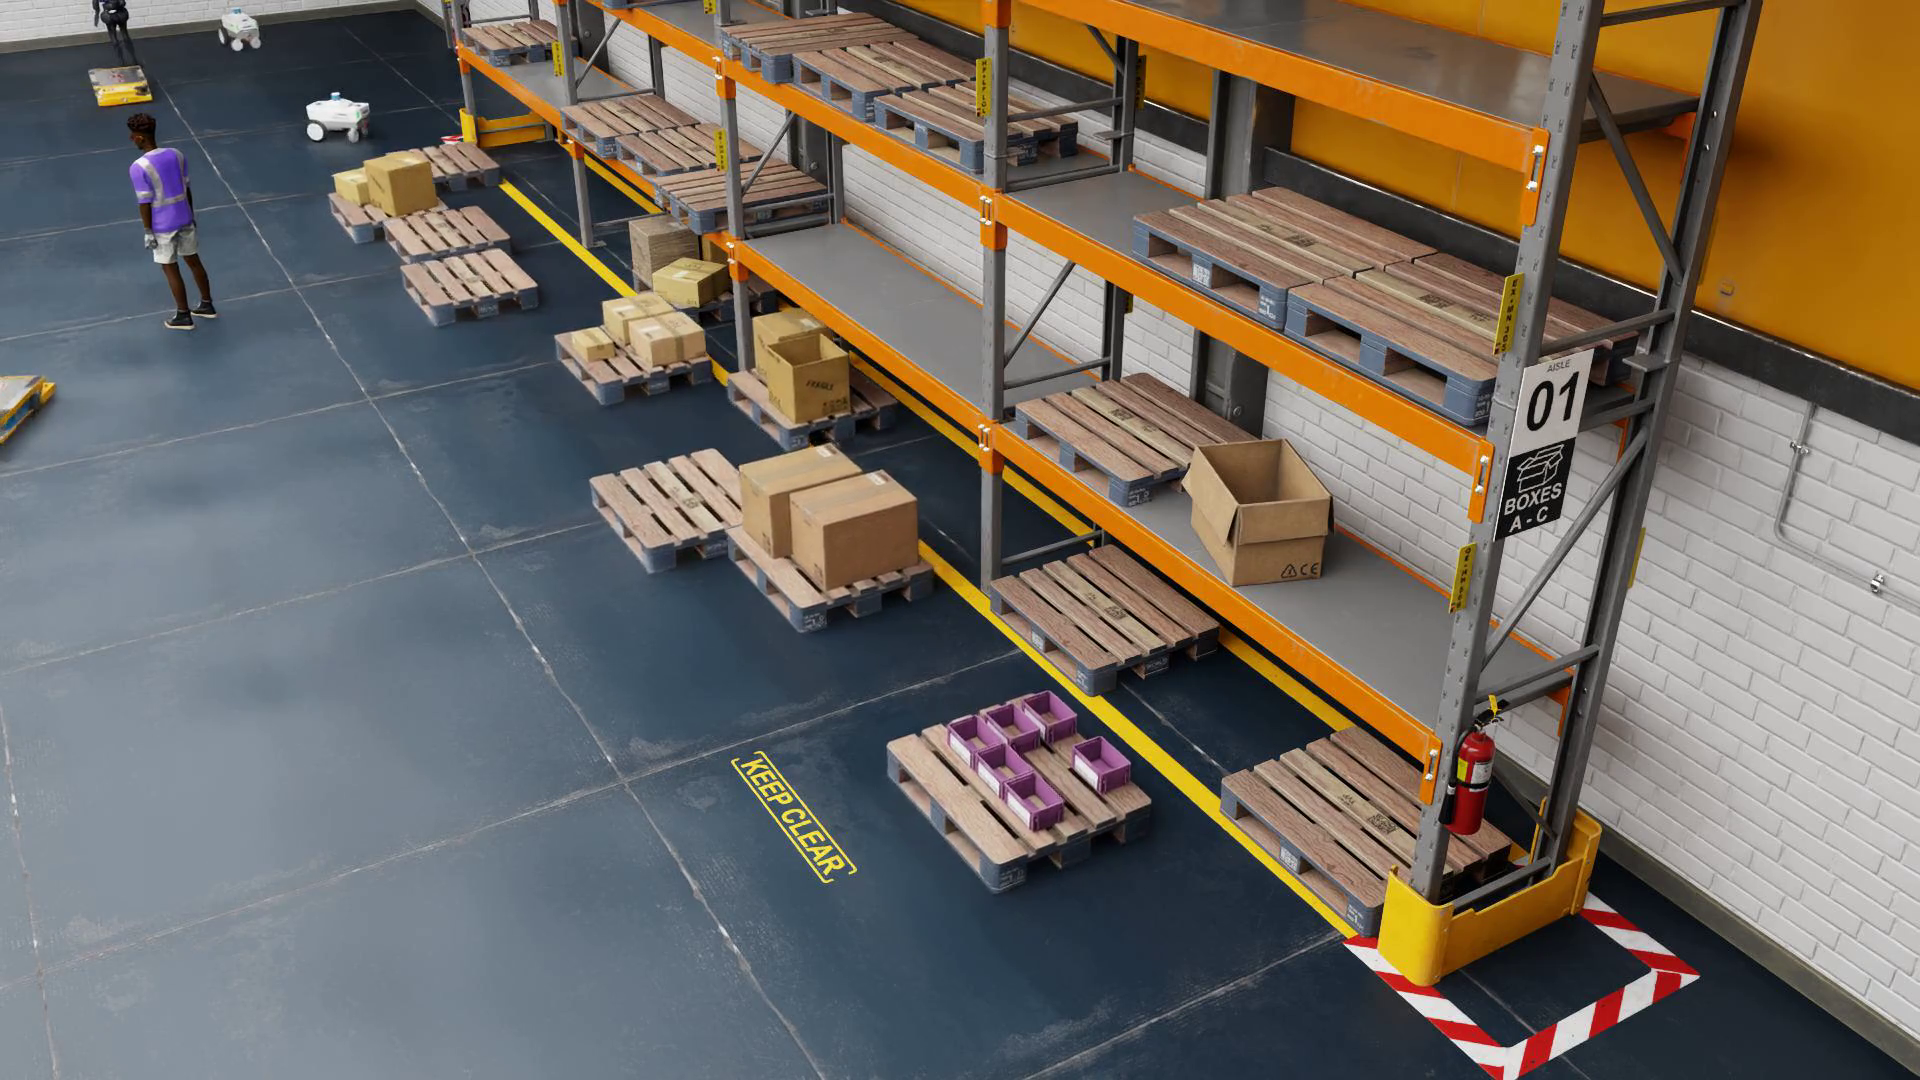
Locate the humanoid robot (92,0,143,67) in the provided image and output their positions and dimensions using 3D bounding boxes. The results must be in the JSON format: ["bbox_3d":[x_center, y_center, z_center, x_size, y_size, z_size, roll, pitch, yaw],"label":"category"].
[{"bbox_3d":[-11.910,-7.446,23.348,0.335,1.651,0.589,8,30,13],"label":"humanoid robot"}]

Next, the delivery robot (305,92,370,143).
[{"bbox_3d":[-7.685,-5.233,20.563,0.746,0.578,0.499,4,30,7],"label":"delivery robot"}]

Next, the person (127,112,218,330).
[{"bbox_3d":[-7.134,-2.872,14.995,0.376,1.957,0.609,10,31,17],"label":"person"}]

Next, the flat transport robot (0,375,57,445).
[{"bbox_3d":[-7.890,-0.981,13.363,0.659,0.231,1.431,-2,30,-4],"label":"flat transport robot"}]

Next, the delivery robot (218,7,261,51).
[{"bbox_3d":[-10.756,-7.647,24.841,0.513,0.594,0.765,-21,36,-33],"label":"delivery robot"}]

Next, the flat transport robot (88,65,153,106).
[{"bbox_3d":[-11.366,-6.147,22.484,0.659,0.231,1.431,-15,33,-25],"label":"flat transport robot"}]
